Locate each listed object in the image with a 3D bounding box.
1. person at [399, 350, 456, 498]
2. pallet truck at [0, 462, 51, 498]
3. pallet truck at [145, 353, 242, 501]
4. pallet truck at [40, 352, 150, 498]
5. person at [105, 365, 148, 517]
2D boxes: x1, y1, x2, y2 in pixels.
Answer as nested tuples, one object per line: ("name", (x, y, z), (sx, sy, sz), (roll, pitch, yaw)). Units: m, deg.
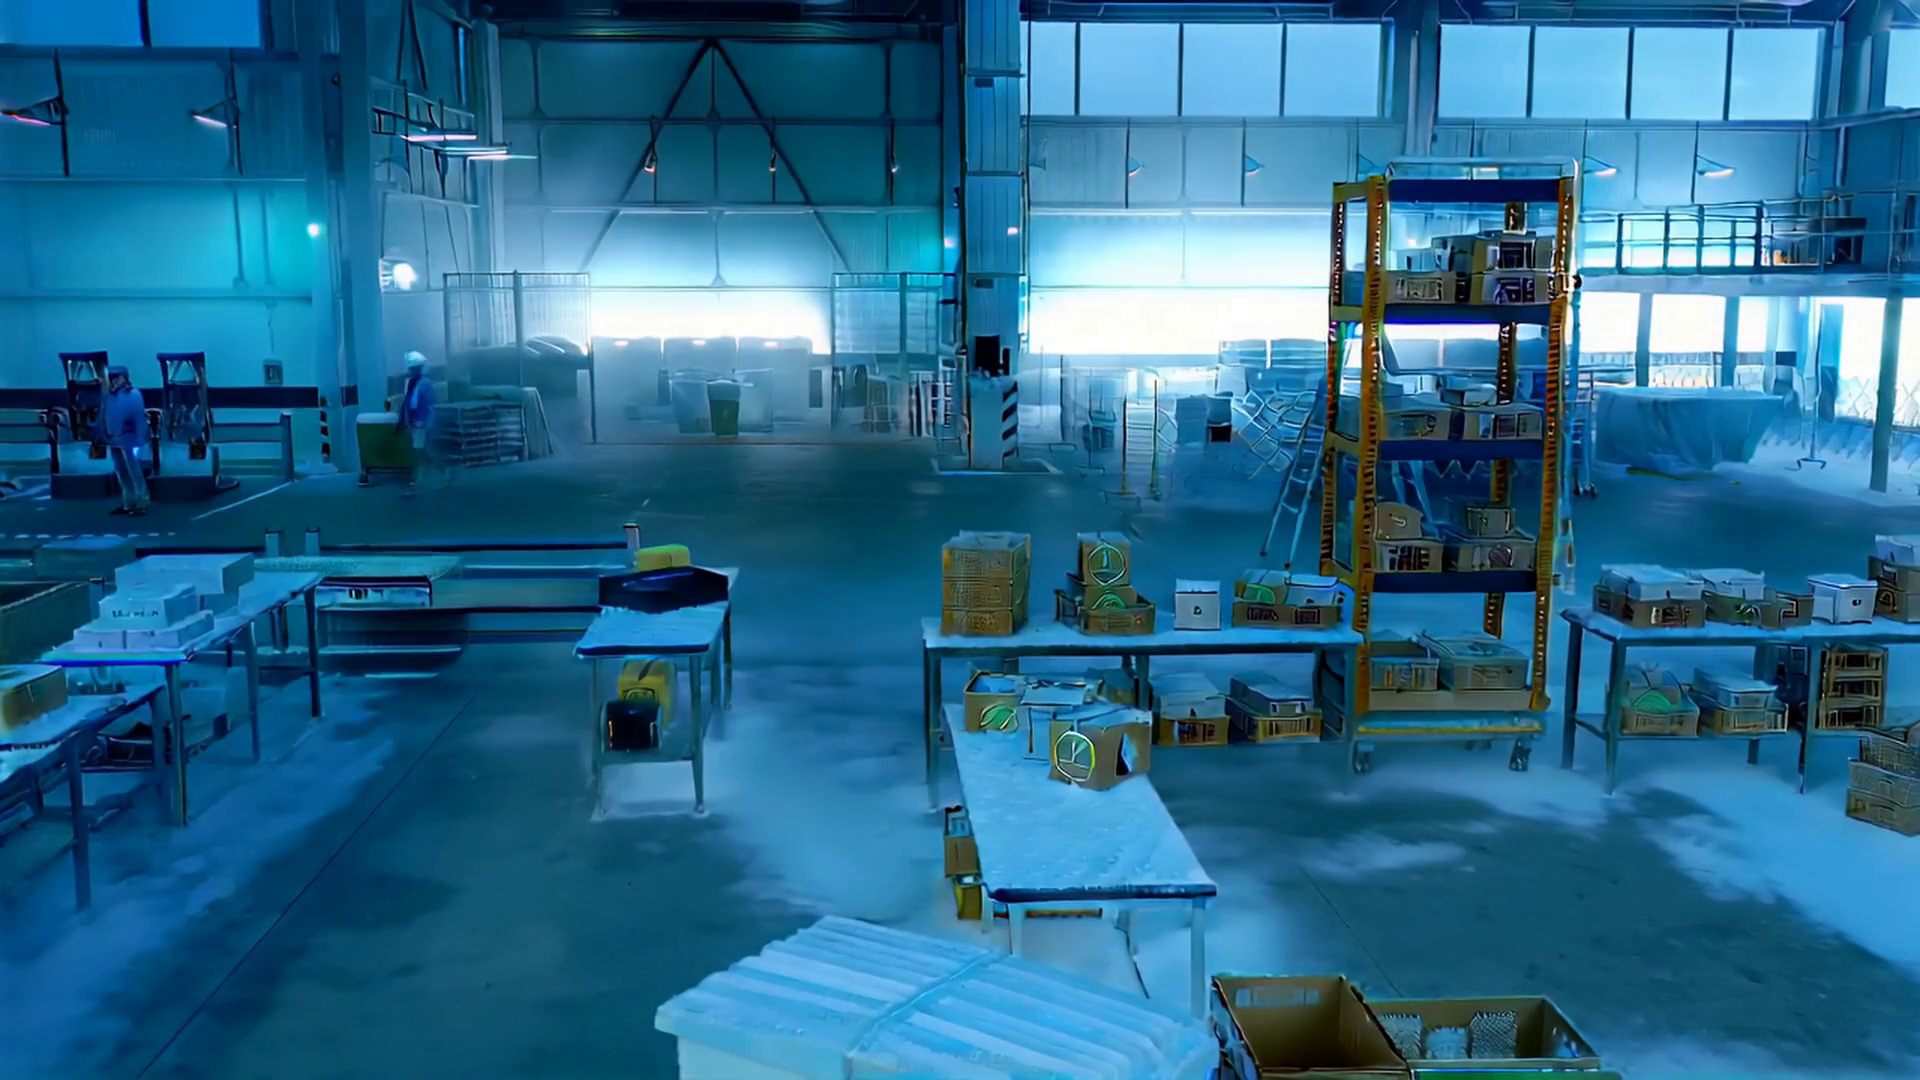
("person", (-7.376, -1.611, 22.941), (0.617, 2.020, 0.925), (7, 11, 36))
("pallet truck", (-13.193, -1.293, 23.148), (0.653, 1.274, 1.630), (-1, 9, -4))
("pallet truck", (-10.520, -1.604, 22.925), (0.823, 1.965, 1.885), (-1, 9, -6))
("pallet truck", (-11.907, -1.642, 23.165), (0.823, 1.965, 1.885), (0, 9, 0))
("person", (-10.512, -1.240, 20.920), (0.640, 1.910, 0.407), (6, 11, 34))
